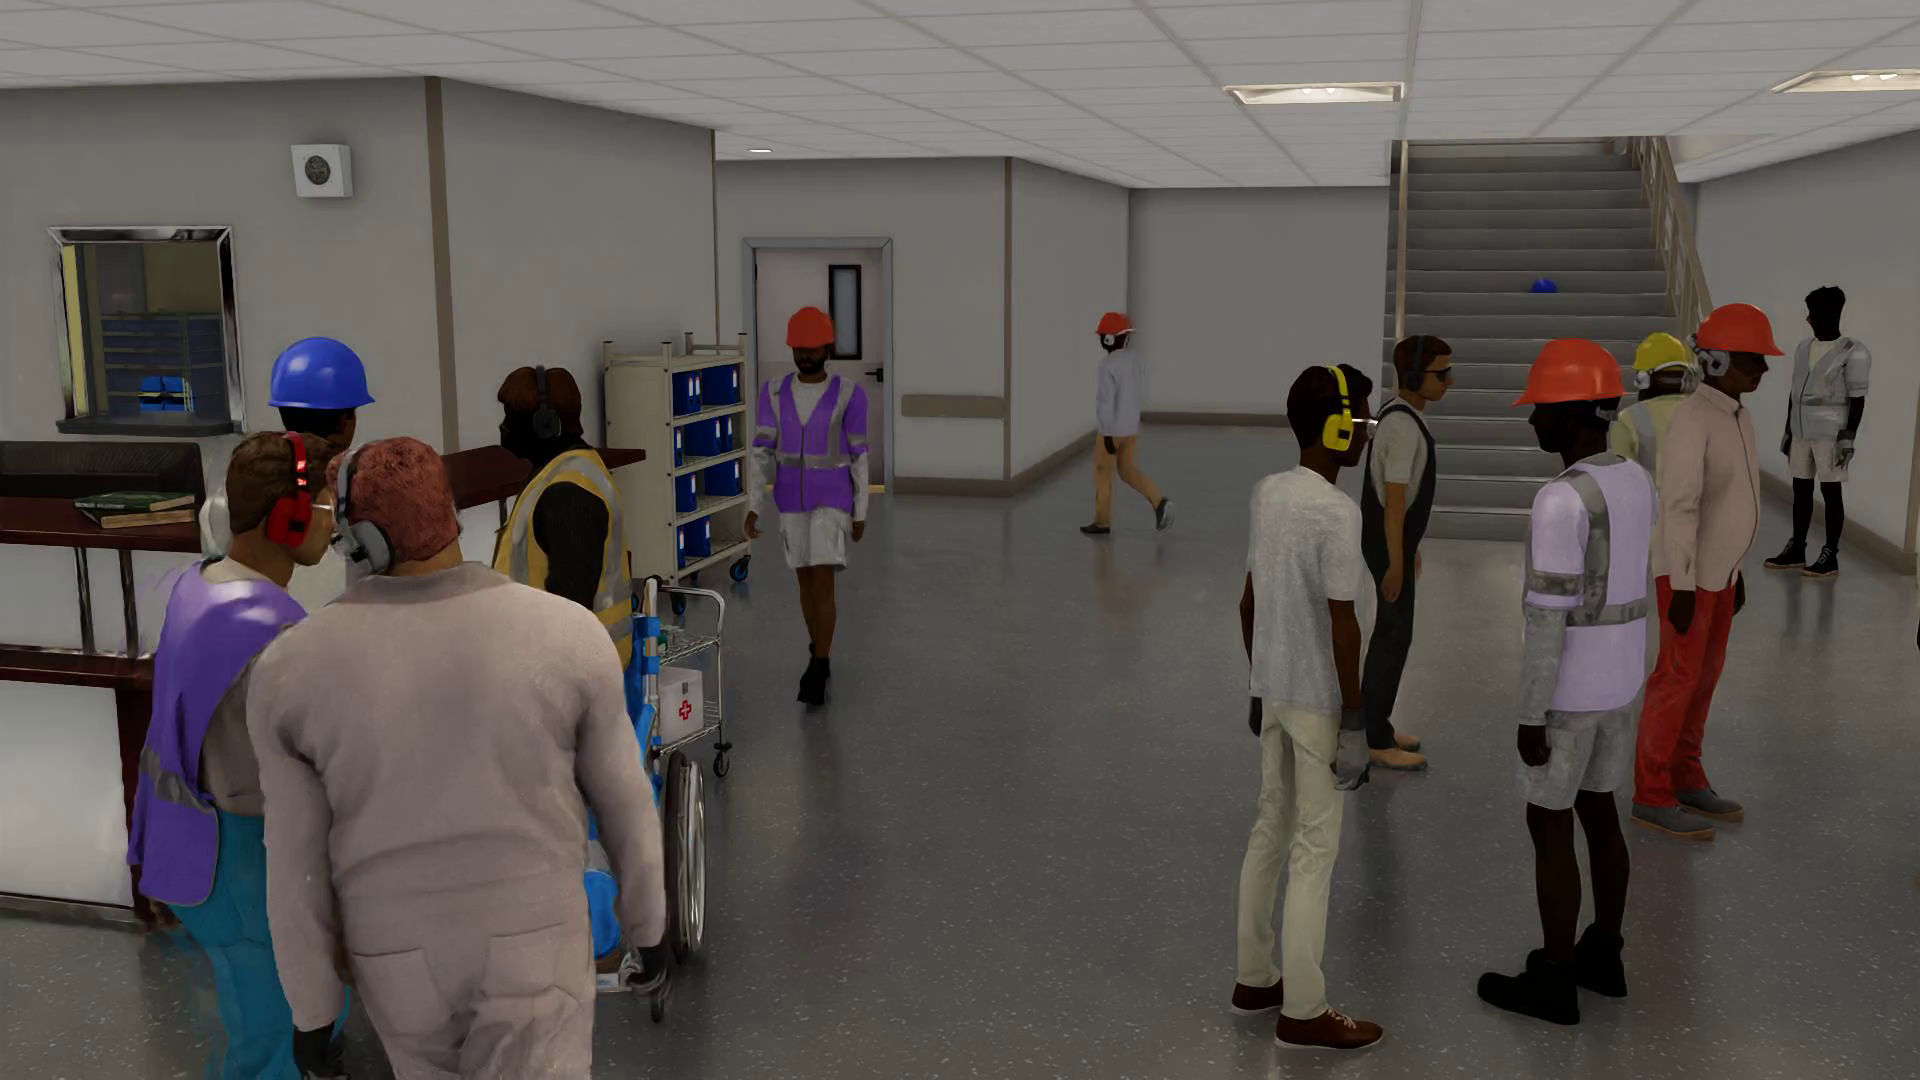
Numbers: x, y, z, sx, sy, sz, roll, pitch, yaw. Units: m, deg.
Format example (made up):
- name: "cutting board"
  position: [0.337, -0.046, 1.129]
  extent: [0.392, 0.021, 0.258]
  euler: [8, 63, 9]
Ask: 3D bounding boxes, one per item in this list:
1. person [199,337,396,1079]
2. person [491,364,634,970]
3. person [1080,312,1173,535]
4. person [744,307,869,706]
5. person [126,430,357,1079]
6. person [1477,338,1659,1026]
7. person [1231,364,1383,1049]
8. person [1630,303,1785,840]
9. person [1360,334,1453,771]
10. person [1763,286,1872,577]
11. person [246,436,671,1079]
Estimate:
- name: "person"
  position: [-1.602, 0.461, 4.269]
  extent: [0.605, 1.949, 0.400]
  euler: [1, 10, 4]
- name: "person"
  position: [-1.210, 0.386, 5.061]
  extent: [0.429, 1.835, 0.628]
  euler: [-3, 10, -15]
- name: "person"
  position: [1.274, -0.882, 12.790]
  extent: [0.668, 1.733, 0.563]
  euler: [8, 12, 38]
- name: "person"
  position: [-0.758, -0.161, 8.065]
  extent: [0.556, 1.905, 0.849]
  euler: [3, 10, 16]
- name: "person"
  position: [-1.406, 0.690, 3.338]
  extent: [0.459, 1.816, 0.585]
  euler: [-7, 12, -34]
- name: "person"
  position: [1.714, 0.399, 4.704]
  extent: [0.549, 1.928, 0.389]
  euler: [-9, 13, -42]
- name: "person"
  position: [0.954, 0.453, 4.561]
  extent: [0.309, 1.864, 0.534]
  euler: [-4, 10, -20]
- name: "person"
  position: [2.788, 0.118, 6.195]
  extent: [0.403, 1.986, 0.608]
  euler: [8, 13, 41]
- name: "person"
  position: [1.849, 0.053, 7.000]
  extent: [0.363, 1.834, 0.522]
  euler: [2, 10, 10]
- name: "person"
  position: [5.812, -0.731, 11.255]
  extent: [0.378, 1.959, 0.604]
  euler: [-3, 10, -18]
- name: "person"
  position: [-0.871, 0.742, 2.961]
  extent: [0.691, 1.847, 1.005]
  euler: [-2, 10, -10]
